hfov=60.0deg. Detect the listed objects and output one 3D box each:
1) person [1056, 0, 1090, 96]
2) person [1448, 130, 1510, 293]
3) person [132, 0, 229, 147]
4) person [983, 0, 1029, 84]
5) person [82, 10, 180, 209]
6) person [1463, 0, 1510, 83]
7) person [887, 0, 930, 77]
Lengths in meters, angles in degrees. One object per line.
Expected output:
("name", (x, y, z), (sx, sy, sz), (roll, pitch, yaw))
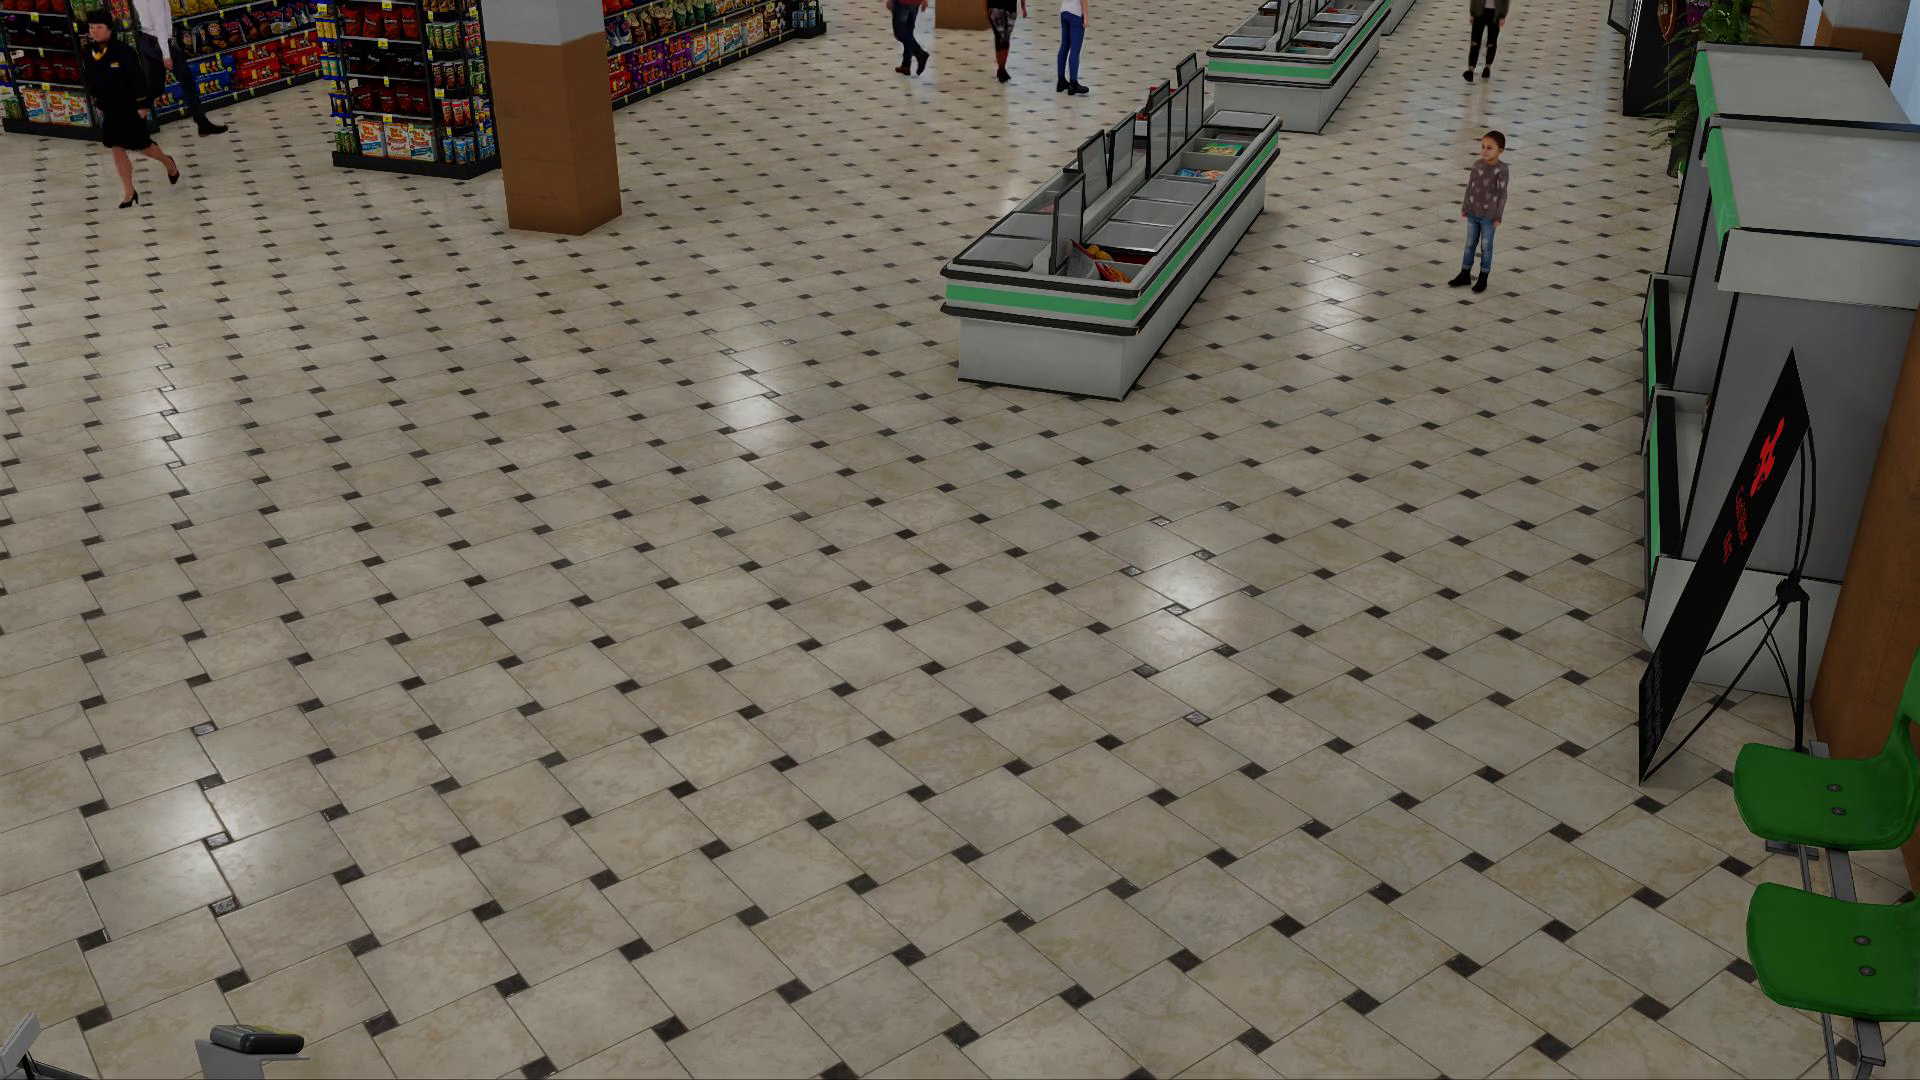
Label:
("person", (1.258, -5.816, 18.515), (0.720, 1.682, 0.678), (-15, 30, -27))
("person", (3.924, -2.470, 12.455), (0.580, 1.194, 0.555), (-22, 34, -37))
("person", (-7.977, -4.809, 16.350), (0.986, 1.843, 1.315), (24, 35, 38))
("person", (0.467, -6.167, 19.236), (0.793, 1.655, 0.857), (-9, 28, -17))
("person", (-7.240, -3.764, 14.499), (0.785, 1.654, 1.025), (5, 27, 11))
("person", (6.132, -6.049, 19.246), (0.666, 1.437, 0.978), (13, 30, 24))
("person", (-0.555, -6.262, 19.261), (1.091, 1.803, 1.077), (-19, 32, -33))
